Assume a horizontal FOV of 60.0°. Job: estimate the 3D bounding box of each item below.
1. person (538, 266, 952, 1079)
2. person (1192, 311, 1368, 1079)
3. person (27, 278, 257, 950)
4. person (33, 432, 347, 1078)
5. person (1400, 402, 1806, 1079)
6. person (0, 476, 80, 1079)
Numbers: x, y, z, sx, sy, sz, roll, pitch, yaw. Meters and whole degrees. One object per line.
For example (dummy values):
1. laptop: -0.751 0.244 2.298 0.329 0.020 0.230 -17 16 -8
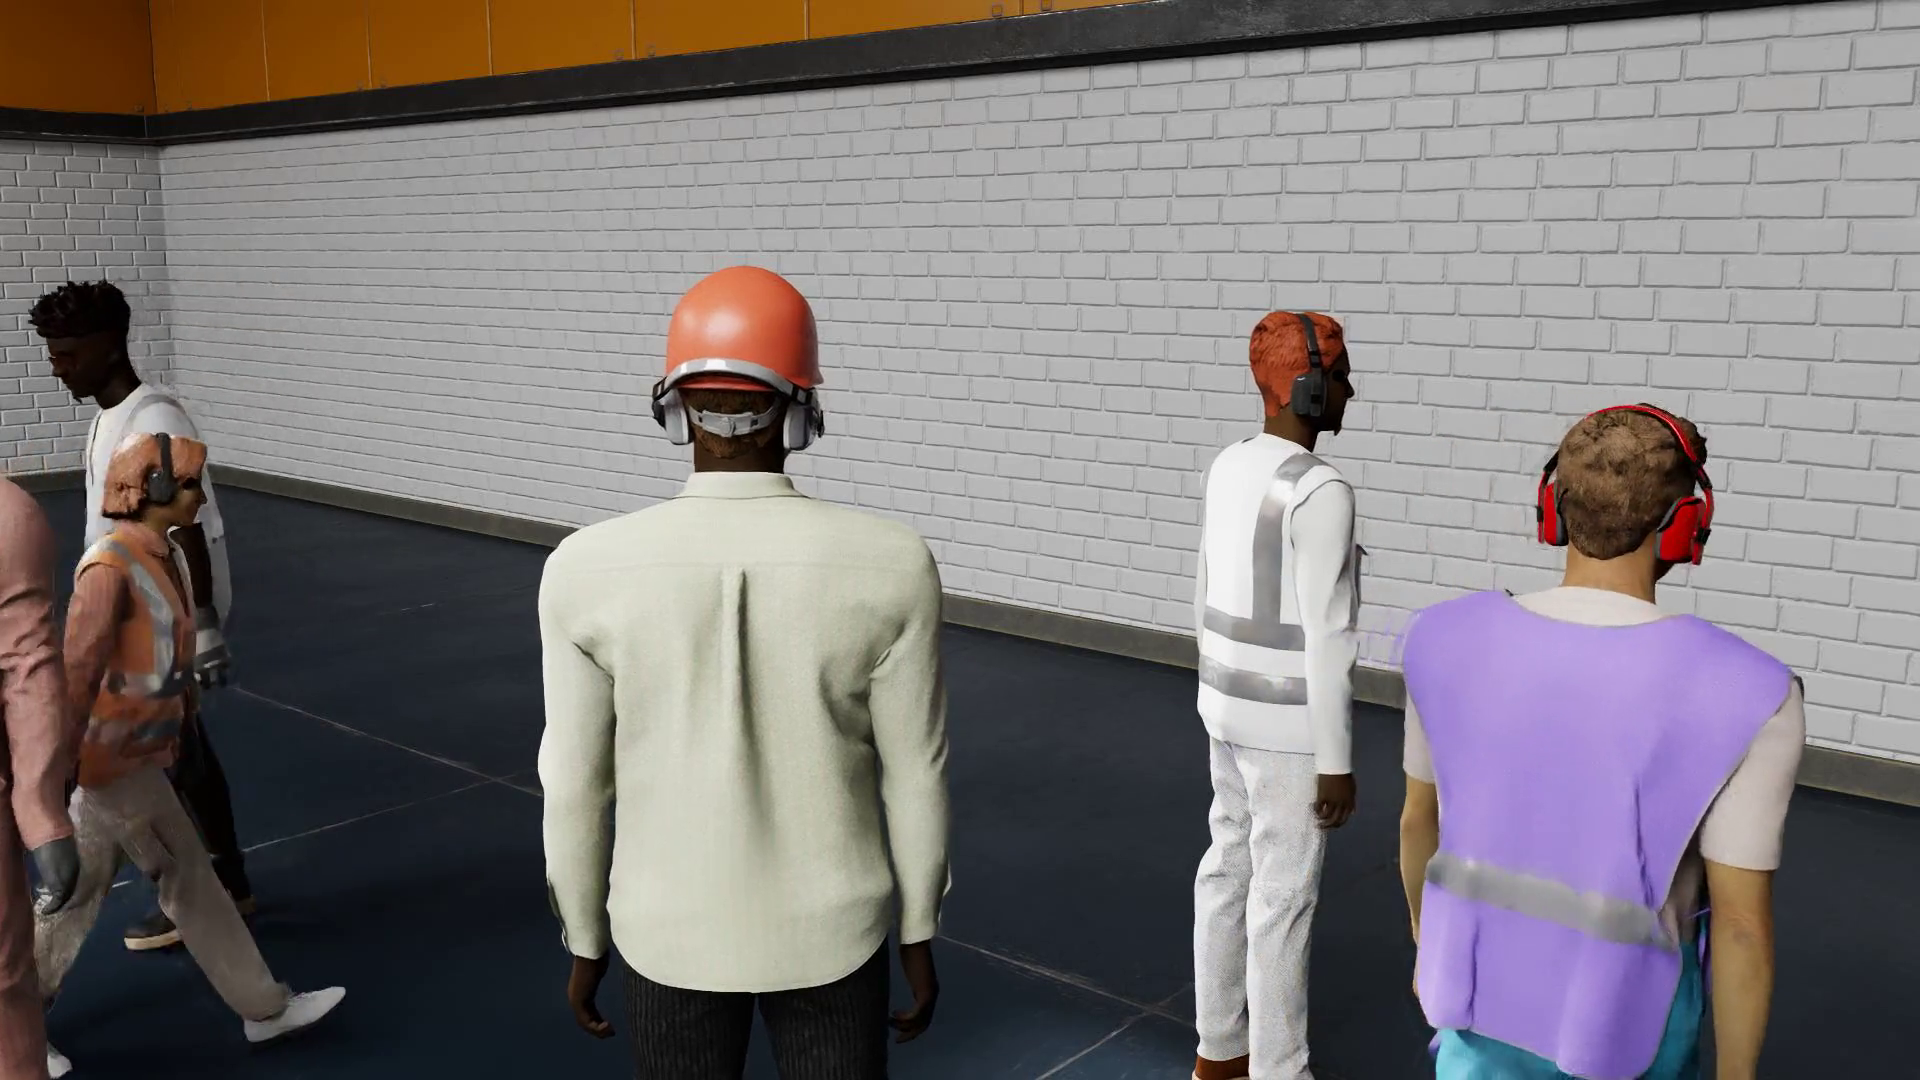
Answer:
1. person: -0.320 0.588 2.566 0.612 1.994 0.395 -1 10 -3
2. person: 0.728 0.426 3.807 0.361 1.882 0.575 -3 10 -17
3. person: -2.372 0.218 4.832 0.551 1.934 0.645 -7 12 -36
4. person: -2.025 0.533 4.058 0.857 1.573 0.560 -3 10 -14
5. person: 0.939 0.693 2.520 0.595 1.790 0.951 8 13 37
6. person: -2.067 0.530 3.206 0.656 1.896 0.476 -2 10 -13
